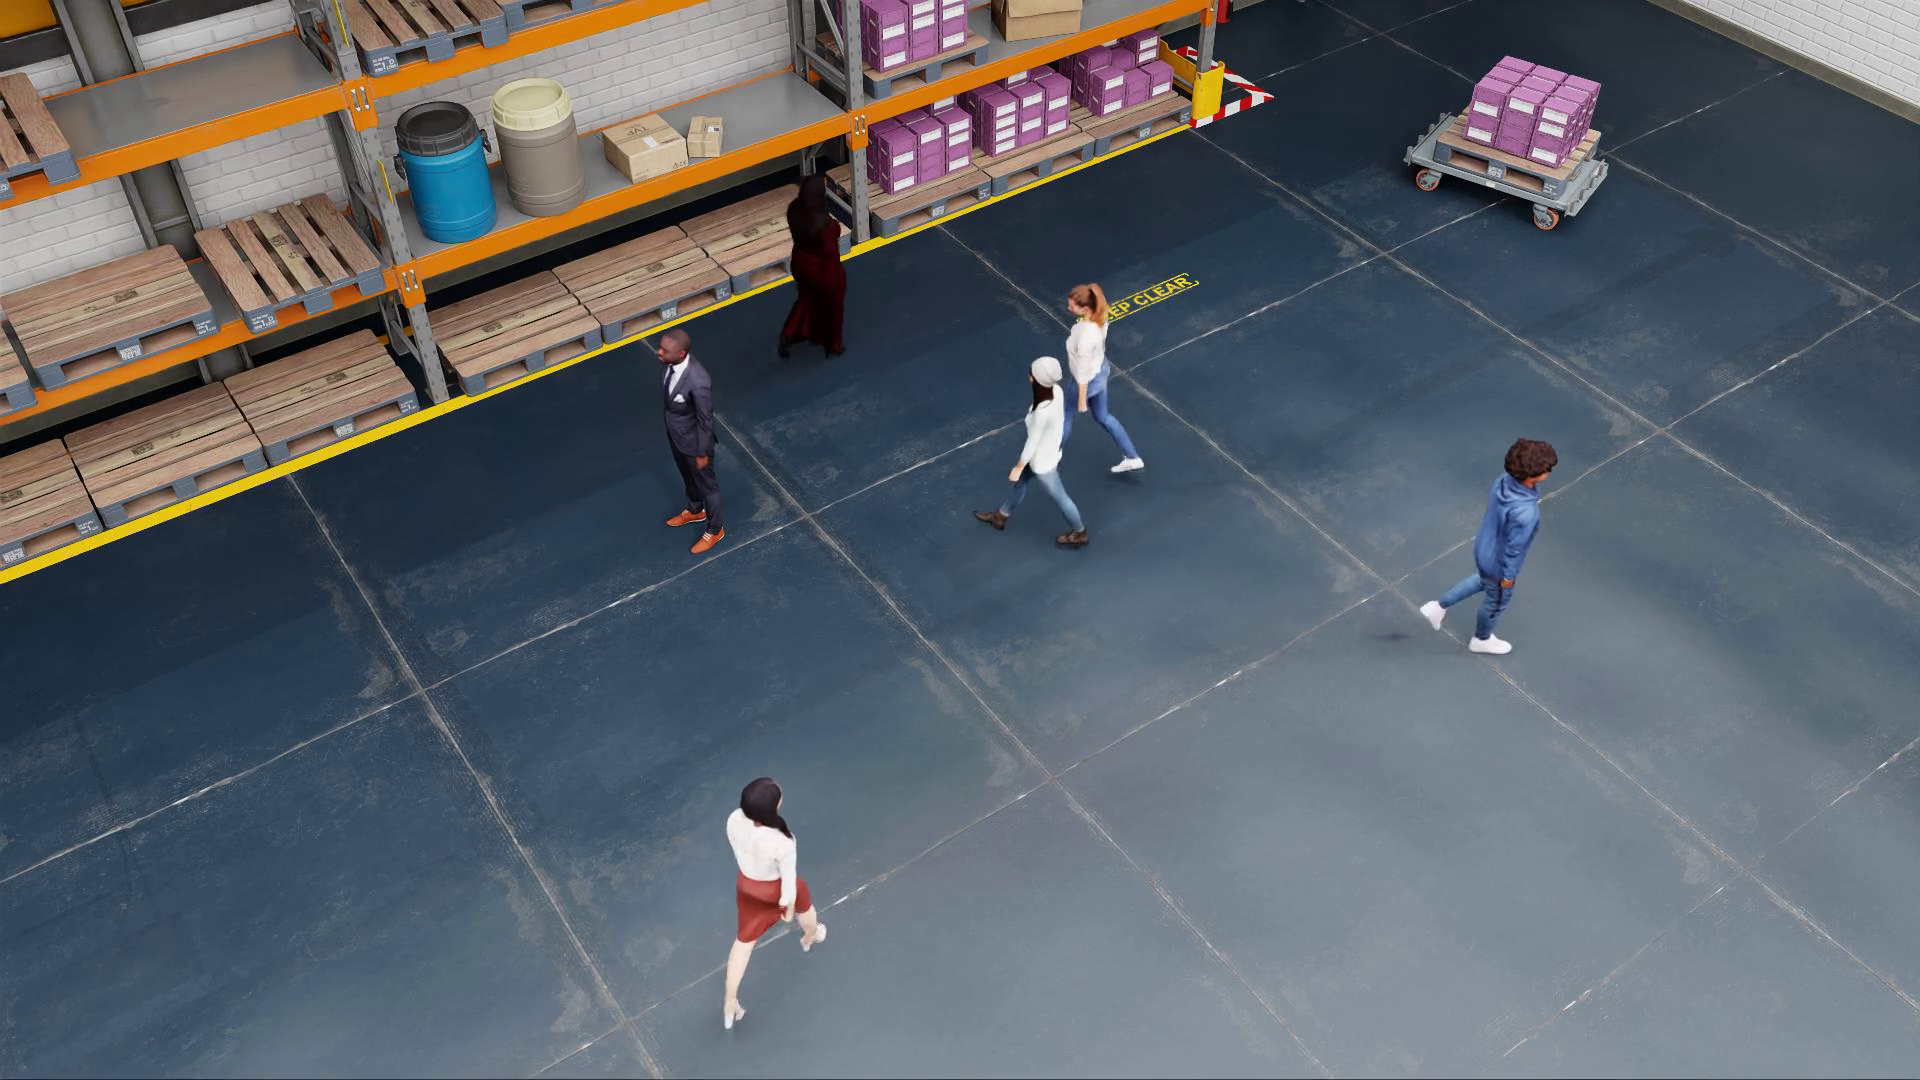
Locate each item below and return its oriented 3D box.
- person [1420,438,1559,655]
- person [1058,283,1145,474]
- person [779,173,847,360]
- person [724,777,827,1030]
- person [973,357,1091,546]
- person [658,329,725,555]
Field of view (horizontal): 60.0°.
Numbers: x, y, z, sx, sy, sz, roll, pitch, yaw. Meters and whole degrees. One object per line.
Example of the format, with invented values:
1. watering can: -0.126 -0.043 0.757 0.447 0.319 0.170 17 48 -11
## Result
1. person: 3.426 0.059 10.773 1.029 1.801 0.940 1 44 1
2. person: 1.033 -1.137 12.109 1.089 1.691 1.145 16 46 16
3. person: -1.183 -2.081 13.061 0.789 1.743 0.915 32 52 29
4. person: -1.079 1.927 8.876 0.927 1.714 1.179 21 47 20
5. person: 0.650 -0.556 11.566 1.120 1.598 1.076 8 44 9
6. person: -1.877 -0.728 11.582 0.579 1.824 0.678 -25 49 -24
